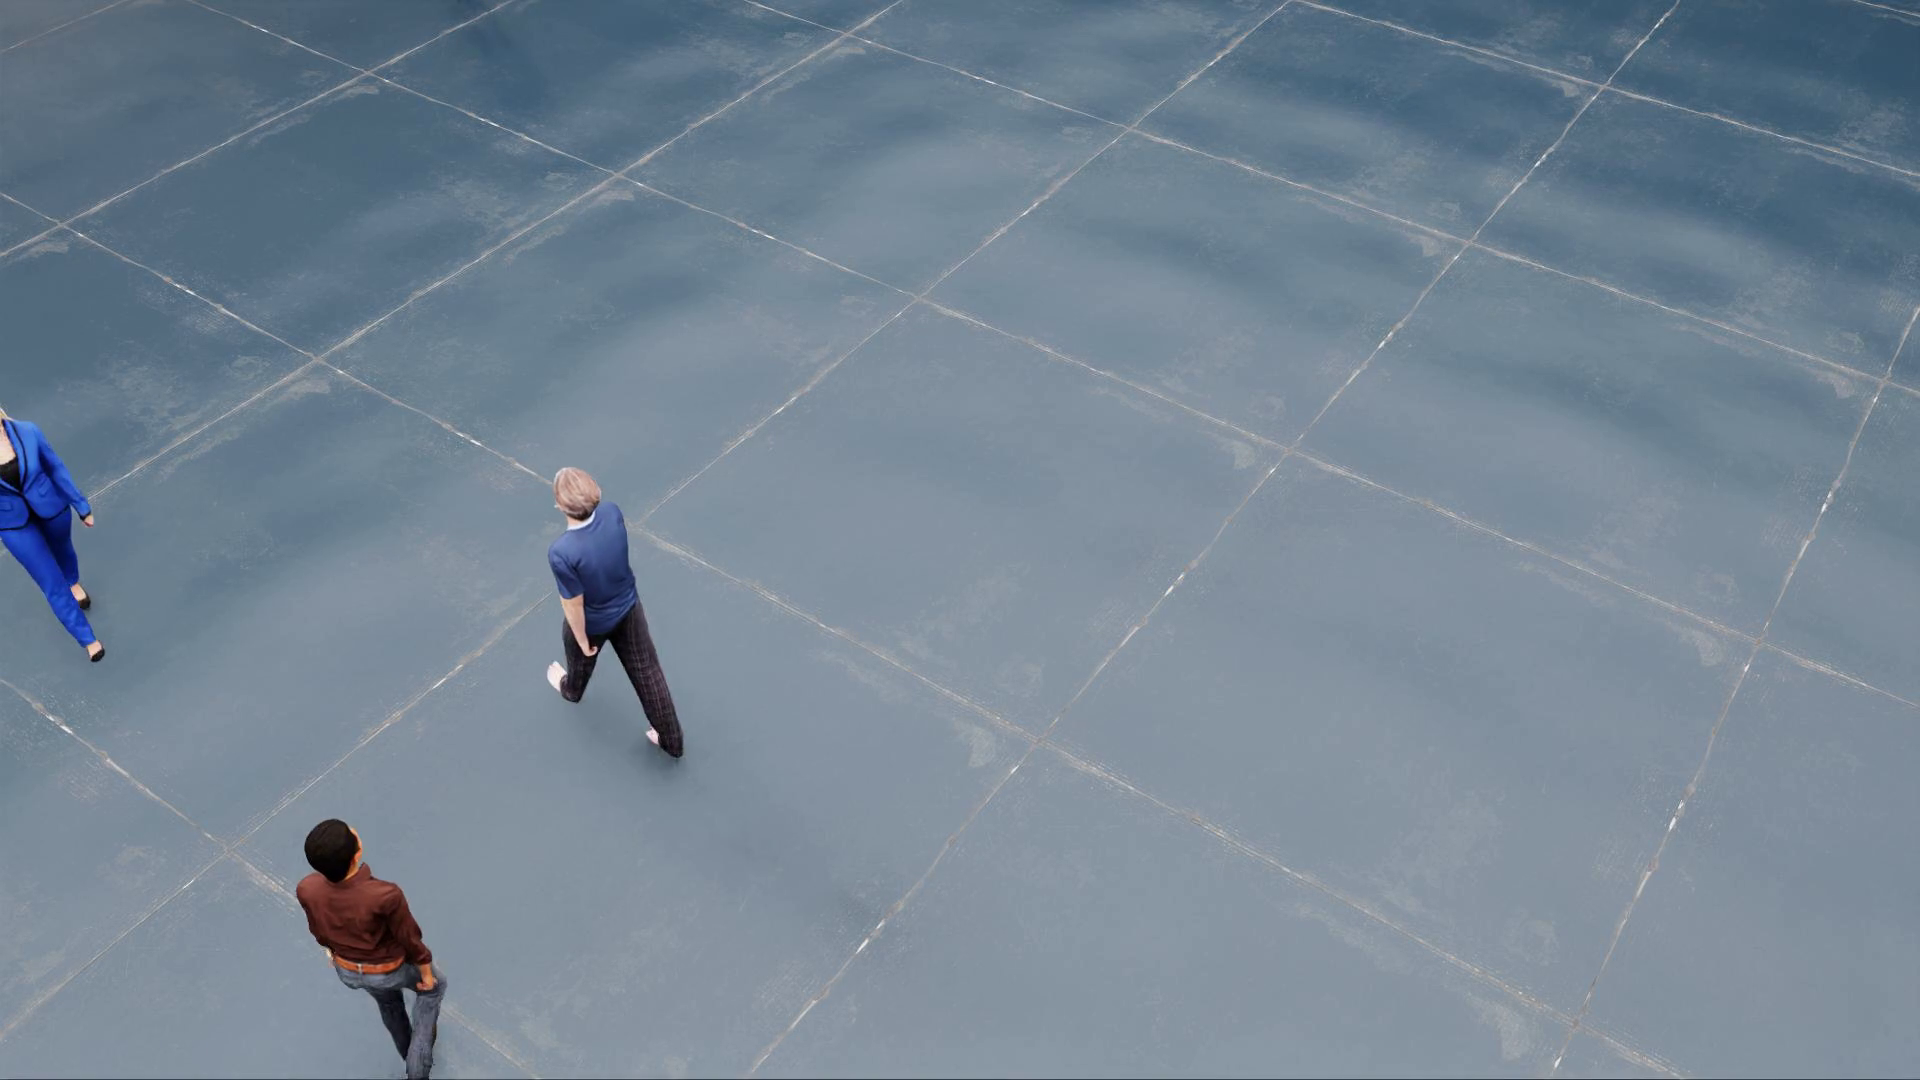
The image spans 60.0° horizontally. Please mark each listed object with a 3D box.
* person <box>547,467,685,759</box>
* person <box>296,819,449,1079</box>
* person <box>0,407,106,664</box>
[{"bbox_3d":[-1.727,0.419,8.444,1.233,1.808,0.769,32,51,29],"label":"person"},{"bbox_3d":[-2.455,1.833,6.958,0.864,1.769,0.908,2,43,3],"label":"person"},{"bbox_3d":[-5.130,-0.166,9.182,0.867,1.655,1.195,-29,50,-27],"label":"person"}]
